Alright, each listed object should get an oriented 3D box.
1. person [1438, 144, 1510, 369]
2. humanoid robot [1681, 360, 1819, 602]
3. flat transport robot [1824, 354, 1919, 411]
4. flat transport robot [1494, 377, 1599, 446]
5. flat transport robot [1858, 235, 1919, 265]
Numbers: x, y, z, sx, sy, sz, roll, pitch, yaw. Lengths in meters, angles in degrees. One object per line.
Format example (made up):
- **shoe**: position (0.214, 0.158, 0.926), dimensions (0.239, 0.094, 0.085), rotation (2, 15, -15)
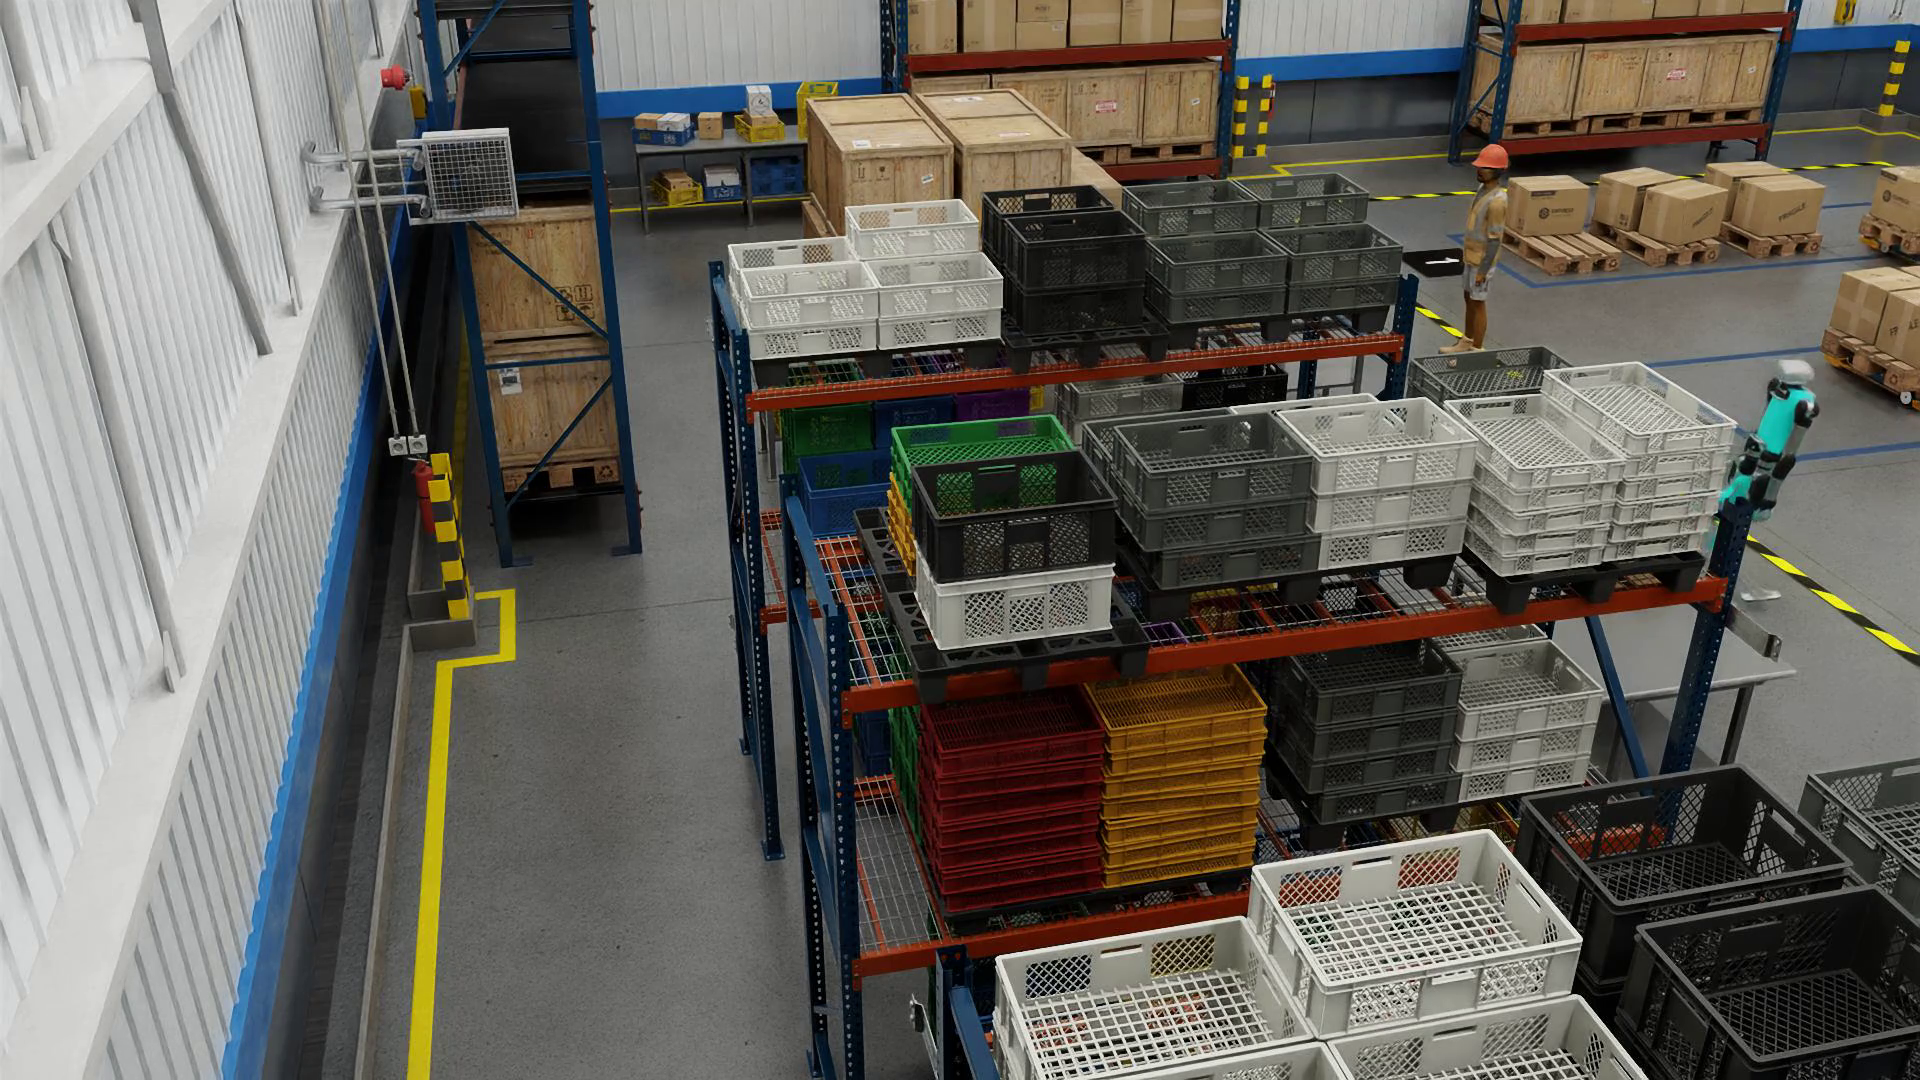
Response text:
- **person**: position (4.655, -2.542, 14.965), dimensions (0.362, 2.048, 0.609), rotation (1, 28, 1)
- **humanoid robot**: position (5.178, -0.358, 11.141), dimensions (0.897, 1.753, 0.539), rotation (0, 28, 1)
- **flat transport robot**: position (8.473, -1.467, 14.800), dimensions (0.652, 0.197, 1.431), rotation (-6, 28, -12)
- **flat transport robot**: position (4.780, -1.036, 14.013), dimensions (0.659, 0.231, 1.431), rotation (-6, 28, -12)
- **flat transport robot**: position (10.497, -3.130, 17.956), dimensions (0.652, 0.197, 1.431), rotation (-6, 28, -12)
